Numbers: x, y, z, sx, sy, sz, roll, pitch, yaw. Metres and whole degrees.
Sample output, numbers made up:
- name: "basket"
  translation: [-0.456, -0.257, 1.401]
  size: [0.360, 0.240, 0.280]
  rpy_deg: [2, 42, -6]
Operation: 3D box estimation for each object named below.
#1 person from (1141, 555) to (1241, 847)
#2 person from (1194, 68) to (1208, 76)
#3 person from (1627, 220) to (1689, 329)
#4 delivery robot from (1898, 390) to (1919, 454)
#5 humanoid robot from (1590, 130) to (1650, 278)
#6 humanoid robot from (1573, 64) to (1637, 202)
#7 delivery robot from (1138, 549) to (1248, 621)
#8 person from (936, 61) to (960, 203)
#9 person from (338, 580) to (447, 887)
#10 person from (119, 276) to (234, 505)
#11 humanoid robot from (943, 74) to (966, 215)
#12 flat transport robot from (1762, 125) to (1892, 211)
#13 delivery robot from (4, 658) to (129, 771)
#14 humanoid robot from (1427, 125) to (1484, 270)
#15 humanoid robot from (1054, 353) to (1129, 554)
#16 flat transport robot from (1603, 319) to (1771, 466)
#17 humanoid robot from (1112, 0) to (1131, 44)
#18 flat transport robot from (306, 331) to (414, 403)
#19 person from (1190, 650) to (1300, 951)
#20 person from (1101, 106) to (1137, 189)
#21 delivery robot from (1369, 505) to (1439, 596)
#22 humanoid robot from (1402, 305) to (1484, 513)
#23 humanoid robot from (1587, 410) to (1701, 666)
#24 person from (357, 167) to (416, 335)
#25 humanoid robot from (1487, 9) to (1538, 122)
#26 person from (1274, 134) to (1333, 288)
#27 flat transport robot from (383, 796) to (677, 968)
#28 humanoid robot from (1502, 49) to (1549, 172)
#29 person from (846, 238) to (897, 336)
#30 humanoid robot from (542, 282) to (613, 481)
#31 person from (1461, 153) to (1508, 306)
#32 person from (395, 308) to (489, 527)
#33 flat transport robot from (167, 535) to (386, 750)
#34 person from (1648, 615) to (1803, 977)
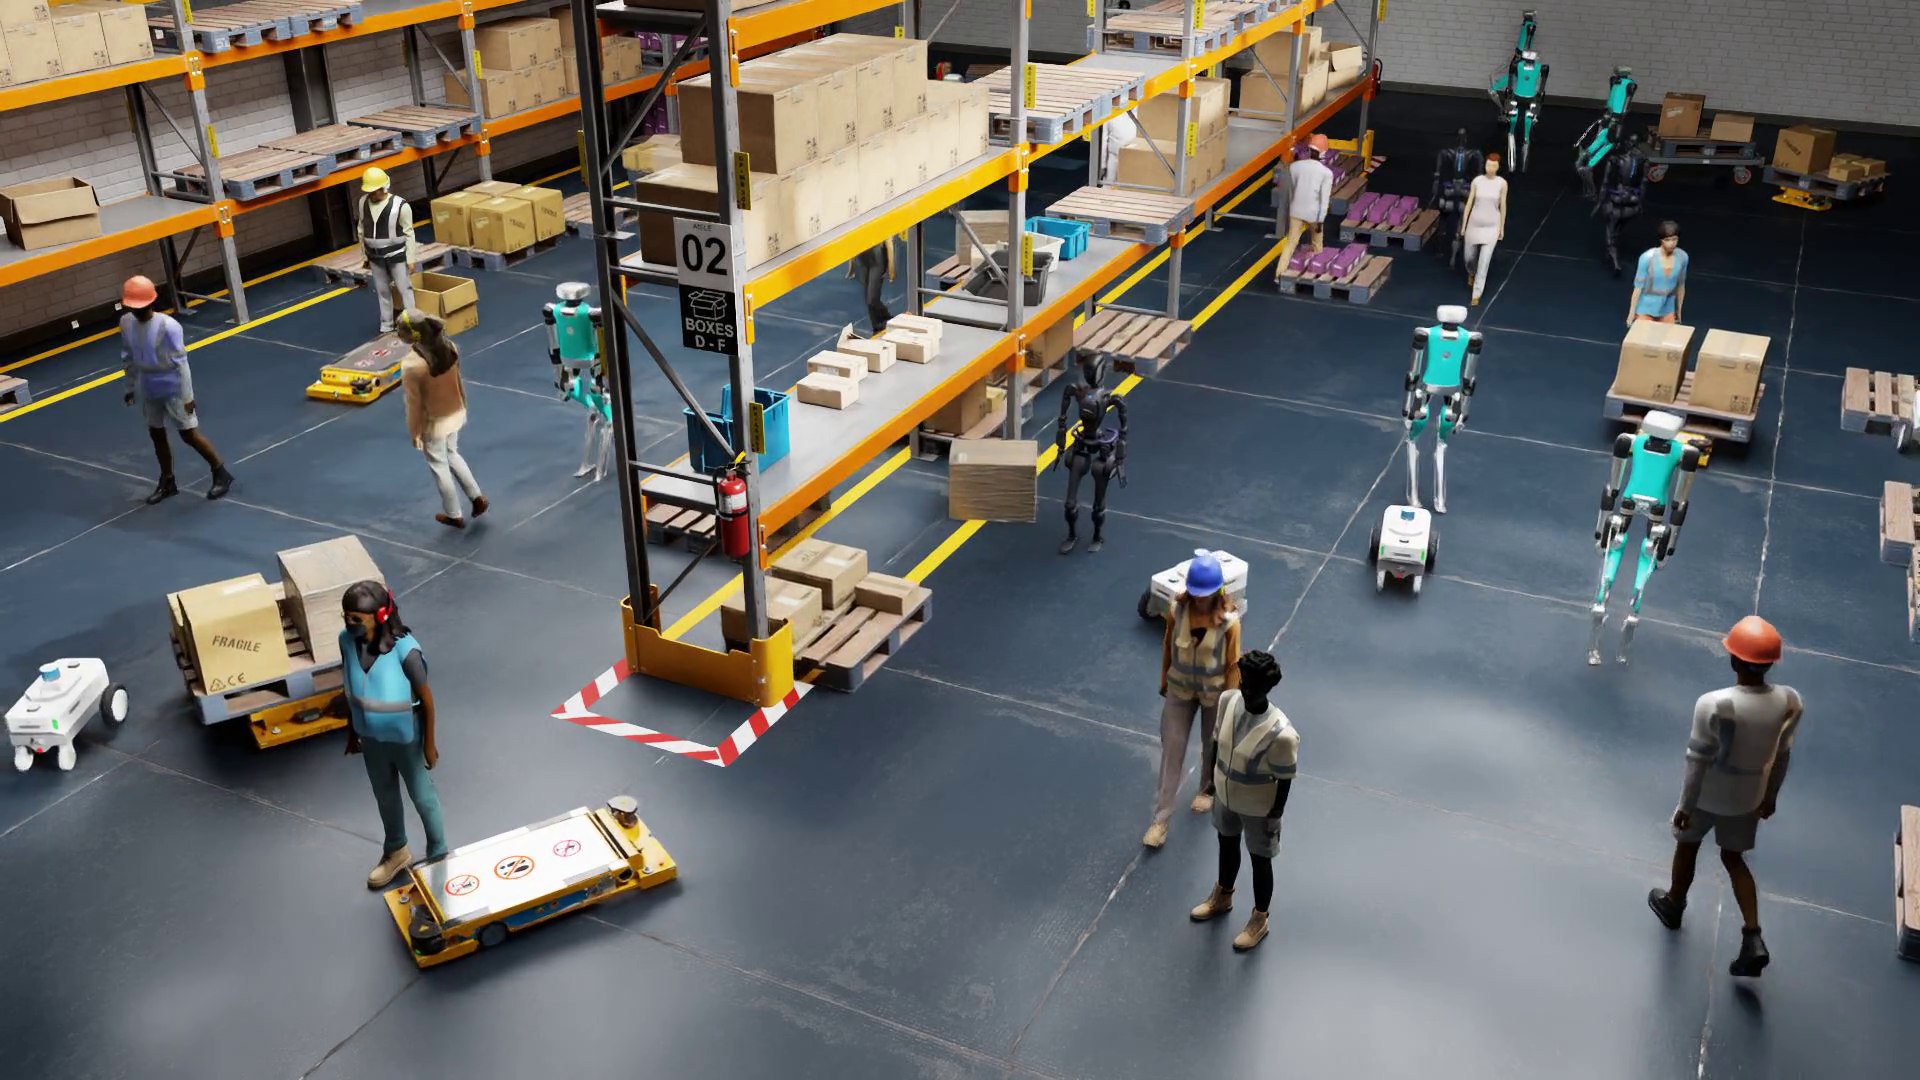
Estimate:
- name: "person"
  translation: [1.310, 0.896, 9.307]
  size: [0.474, 1.733, 0.876]
  rpy_deg: [10, 28, 19]
- name: "person"
  translation: [4.134, -8.749, 28.596]
  size: [0.765, 1.904, 0.577]
  rpy_deg: [10, 28, 20]
- name: "person"
  translation: [6.451, -2.127, 15.414]
  size: [0.506, 1.743, 0.441]
  rpy_deg: [1, 26, 1]
- name: "delivery robot"
  translation: [8.547, -1.055, 14.568]
  size: [0.499, 0.578, 0.764]
  rpy_deg: [12, 29, 23]
- name: "humanoid robot"
  translation: [7.574, -3.837, 19.002]
  size: [0.608, 1.655, 0.741]
  rpy_deg: [-4, 27, -8]
- name: "humanoid robot"
  translation: [8.408, -5.339, 21.907]
  size: [0.673, 1.801, 0.547]
  rpy_deg: [-4, 27, -8]
- name: "delivery robot"
  translation: [1.671, 0.365, 11.739]
  size: [0.815, 0.614, 0.499]
  rpy_deg: [-18, 32, -33]
- name: "person"
  translation: [-0.252, -5.352, 21.821]
  size: [0.563, 1.829, 0.590]
  rpy_deg: [17, 31, 30]
- name: "person"
  translation: [-3.022, 1.043, 8.870]
  size: [0.542, 1.865, 0.371]
  rpy_deg: [7, 27, 14]
- name: "person"
  translation: [-6.435, -1.226, 13.406]
  size: [0.690, 1.923, 0.507]
  rpy_deg: [9, 28, 17]
- name: "humanoid robot"
  translation: [-0.099, -4.929, 21.193]
  size: [0.544, 1.867, 0.787]
  rpy_deg: [2, 26, 4]
- name: "flat transport robot"
  translation: [11.526, -4.620, 22.110]
  size: [1.431, 0.231, 0.659]
  rpy_deg: [-16, 31, -30]
- name: "delivery robot"
  translation: [-5.594, 1.042, 10.339]
  size: [0.499, 0.583, 0.767]
  rpy_deg: [0, 26, 0]
- name: "humanoid robot"
  translation: [5.752, -3.992, 19.294]
  size: [0.603, 1.627, 0.769]
  rpy_deg: [7, 27, 14]
- name: "humanoid robot"
  translation: [1.001, -0.655, 12.528]
  size: [0.601, 1.640, 0.425]
  rpy_deg: [11, 28, 21]
- name: "flat transport robot"
  translation: [6.444, -1.047, 14.892]
  size: [0.659, 0.231, 1.431]
  rpy_deg: [14, 29, 26]
- name: "humanoid robot"
  translation: [2.665, -8.077, 27.510]
  size: [0.507, 1.644, 0.591]
  rpy_deg: [16, 31, 30]
- name: "flat transport robot"
  translation: [-5.656, -1.691, 16.193]
  size: [0.659, 0.231, 1.431]
  rpy_deg: [7, 27, 15]
- name: "person"
  translation: [1.461, 1.313, 8.510]
  size: [0.316, 1.700, 0.539]
  rpy_deg: [-18, 32, -33]
- name: "person"
  translation: [1.978, -4.588, 20.211]
  size: [0.637, 1.901, 0.409]
  rpy_deg: [-11, 28, -21]
- name: "delivery robot"
  translation: [3.310, 0.037, 12.401]
  size: [0.499, 0.612, 0.816]
  rpy_deg: [8, 27, 15]
- name: "humanoid robot"
  translation: [3.791, -1.096, 13.261]
  size: [0.541, 1.731, 0.682]
  rpy_deg: [5, 27, 10]
- name: "humanoid robot"
  translation: [4.440, 0.073, 10.980]
  size: [0.549, 1.799, 0.697]
  rpy_deg: [13, 29, 25]
- name: "person"
  translation: [-5.791, -2.868, 16.822]
  size: [0.588, 1.822, 0.403]
  rpy_deg: [5, 27, 9]
- name: "humanoid robot"
  translation: [8.558, -7.417, 25.988]
  size: [0.709, 1.690, 0.531]
  rpy_deg: [3, 27, 7]
- name: "person"
  translation: [3.848, -3.660, 18.544]
  size: [0.557, 1.711, 0.848]
  rpy_deg: [18, 32, 32]
- name: "flat transport robot"
  translation: [-2.338, 1.840, 9.062]
  size: [1.431, 0.231, 0.659]
  rpy_deg: [-16, 30, -29]
- name: "humanoid robot"
  translation: [7.863, -5.936, 23.237]
  size: [0.542, 1.877, 0.753]
  rpy_deg: [10, 28, 20]
- name: "person"
  translation: [-0.899, -2.724, 16.540]
  size: [0.557, 1.811, 0.424]
  rpy_deg: [22, 34, 38]
- name: "humanoid robot"
  translation: [-3.054, -1.340, 13.823]
  size: [0.532, 1.785, 0.687]
  rpy_deg: [6, 27, 12]
- name: "person"
  translation: [5.730, -3.430, 18.167]
  size: [0.448, 1.631, 0.688]
  rpy_deg: [12, 29, 22]
- name: "person"
  translation: [-4.036, -0.929, 12.864]
  size: [0.457, 1.856, 0.582]
  rpy_deg: [14, 30, 26]
- name: "flat transport robot"
  translation: [-4.436, 0.895, 10.971]
  size: [0.659, 0.231, 1.431]
  rpy_deg: [-15, 30, -28]
- name: "person"
  translation: [3.873, 1.292, 8.317]
  size: [0.554, 1.918, 0.795]
  rpy_deg: [-3, 26, -5]
